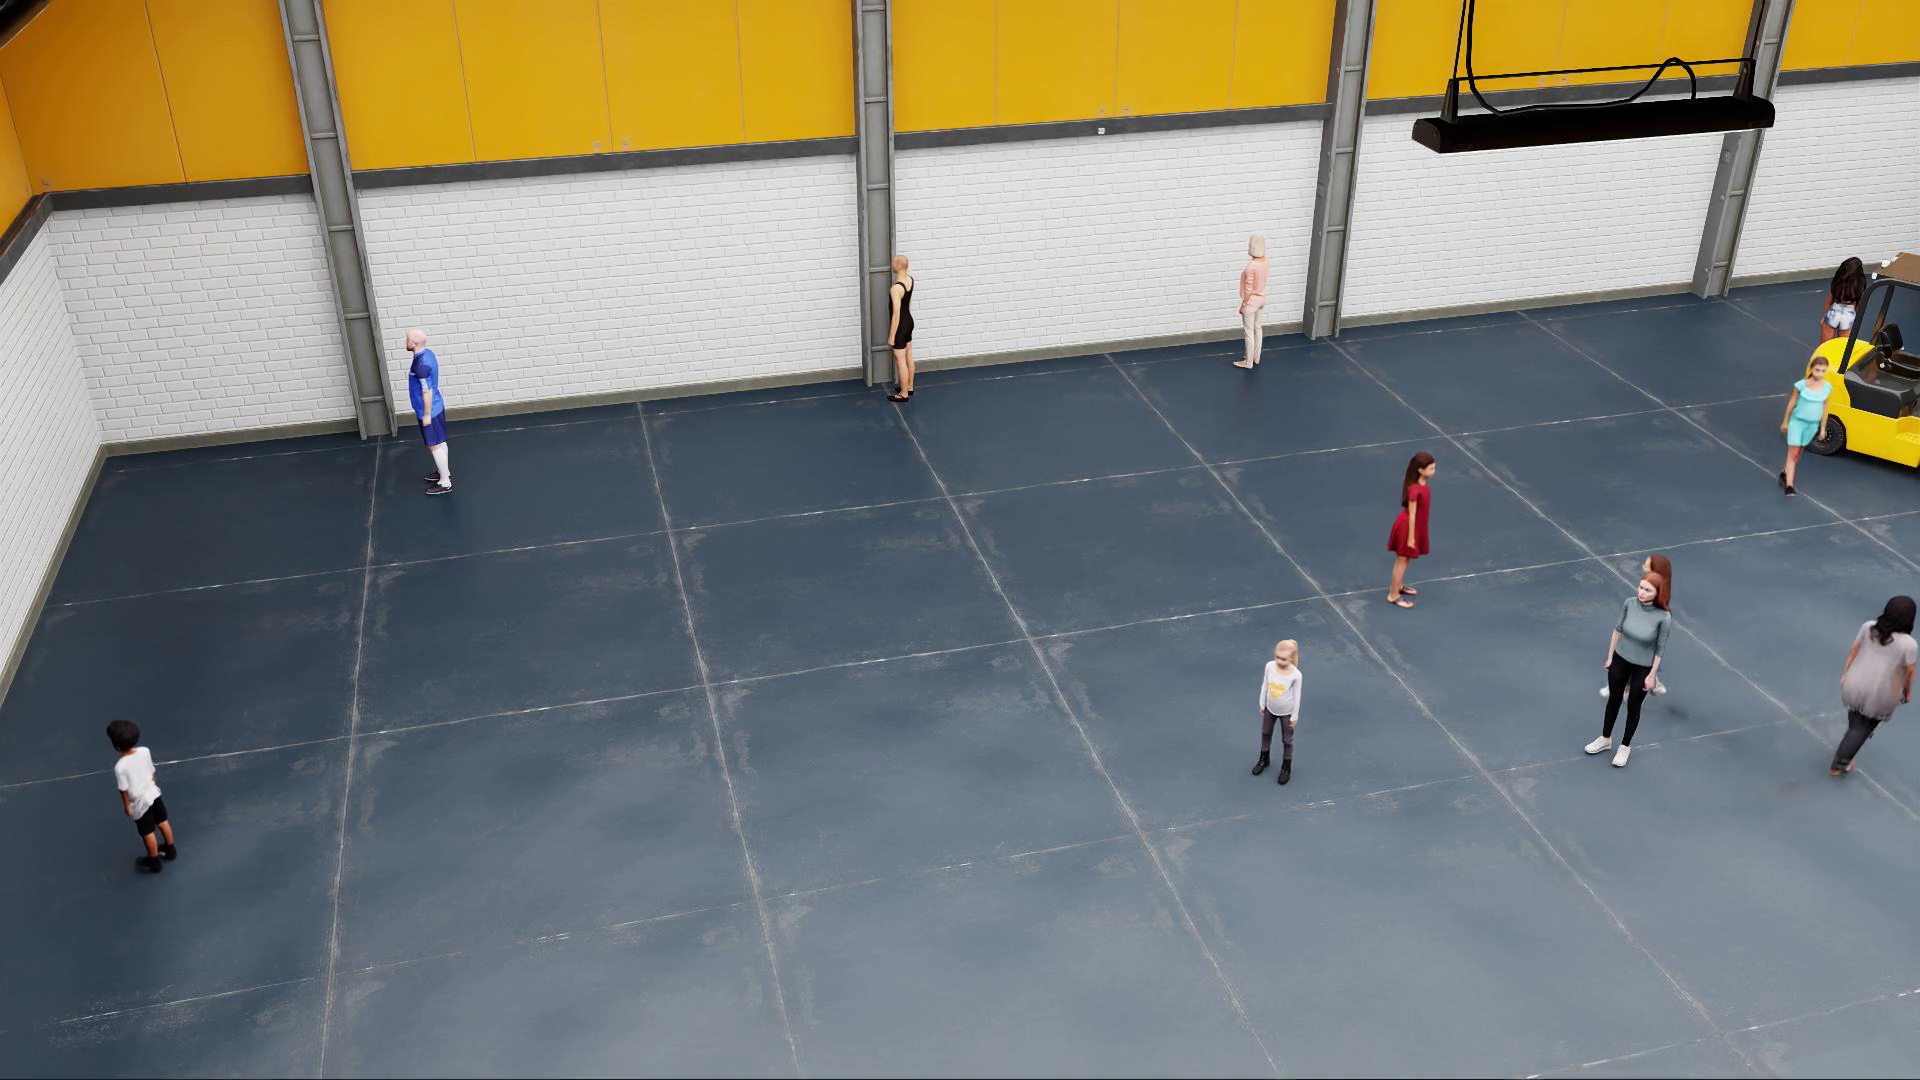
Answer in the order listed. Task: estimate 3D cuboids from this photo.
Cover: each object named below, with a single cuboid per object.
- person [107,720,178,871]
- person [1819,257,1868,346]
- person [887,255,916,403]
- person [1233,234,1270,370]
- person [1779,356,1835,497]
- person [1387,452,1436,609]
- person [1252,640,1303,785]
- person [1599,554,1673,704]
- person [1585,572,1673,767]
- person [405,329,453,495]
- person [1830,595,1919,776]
[{"bbox_3d":[-6.076,1.889,12.365,0.606,1.256,0.563,9,30,16],"label":"person"},{"bbox_3d":[10.751,-2.675,20.346,0.656,1.624,0.734,10,30,18],"label":"person"},{"bbox_3d":[-0.688,-2.539,19.897,0.717,1.816,0.710,9,30,17],"label":"person"},{"bbox_3d":[3.677,-2.996,20.831,0.742,1.724,0.649,21,35,34],"label":"person"},{"bbox_3d":[9.048,-1.269,17.864,0.965,1.534,0.881,6,29,10],"label":"person"},{"bbox_3d":[4.263,-0.126,15.748,0.736,1.553,0.677,11,30,19],"label":"person"},{"bbox_3d":[2.572,1.346,13.340,0.567,1.275,0.619,19,34,30],"label":"person"},{"bbox_3d":[5.875,0.781,14.166,0.859,1.475,0.815,19,34,31],"label":"person"},{"bbox_3d":[5.438,1.026,13.438,0.672,1.743,0.659,-22,36,-35],"label":"person"},{"bbox_3d":[-5.682,-1.400,17.782,0.543,1.842,0.657,-7,29,-13],"label":"person"},{"bbox_3d":[7.255,1.195,13.306,1.020,1.572,0.799,-17,33,-28],"label":"person"}]
